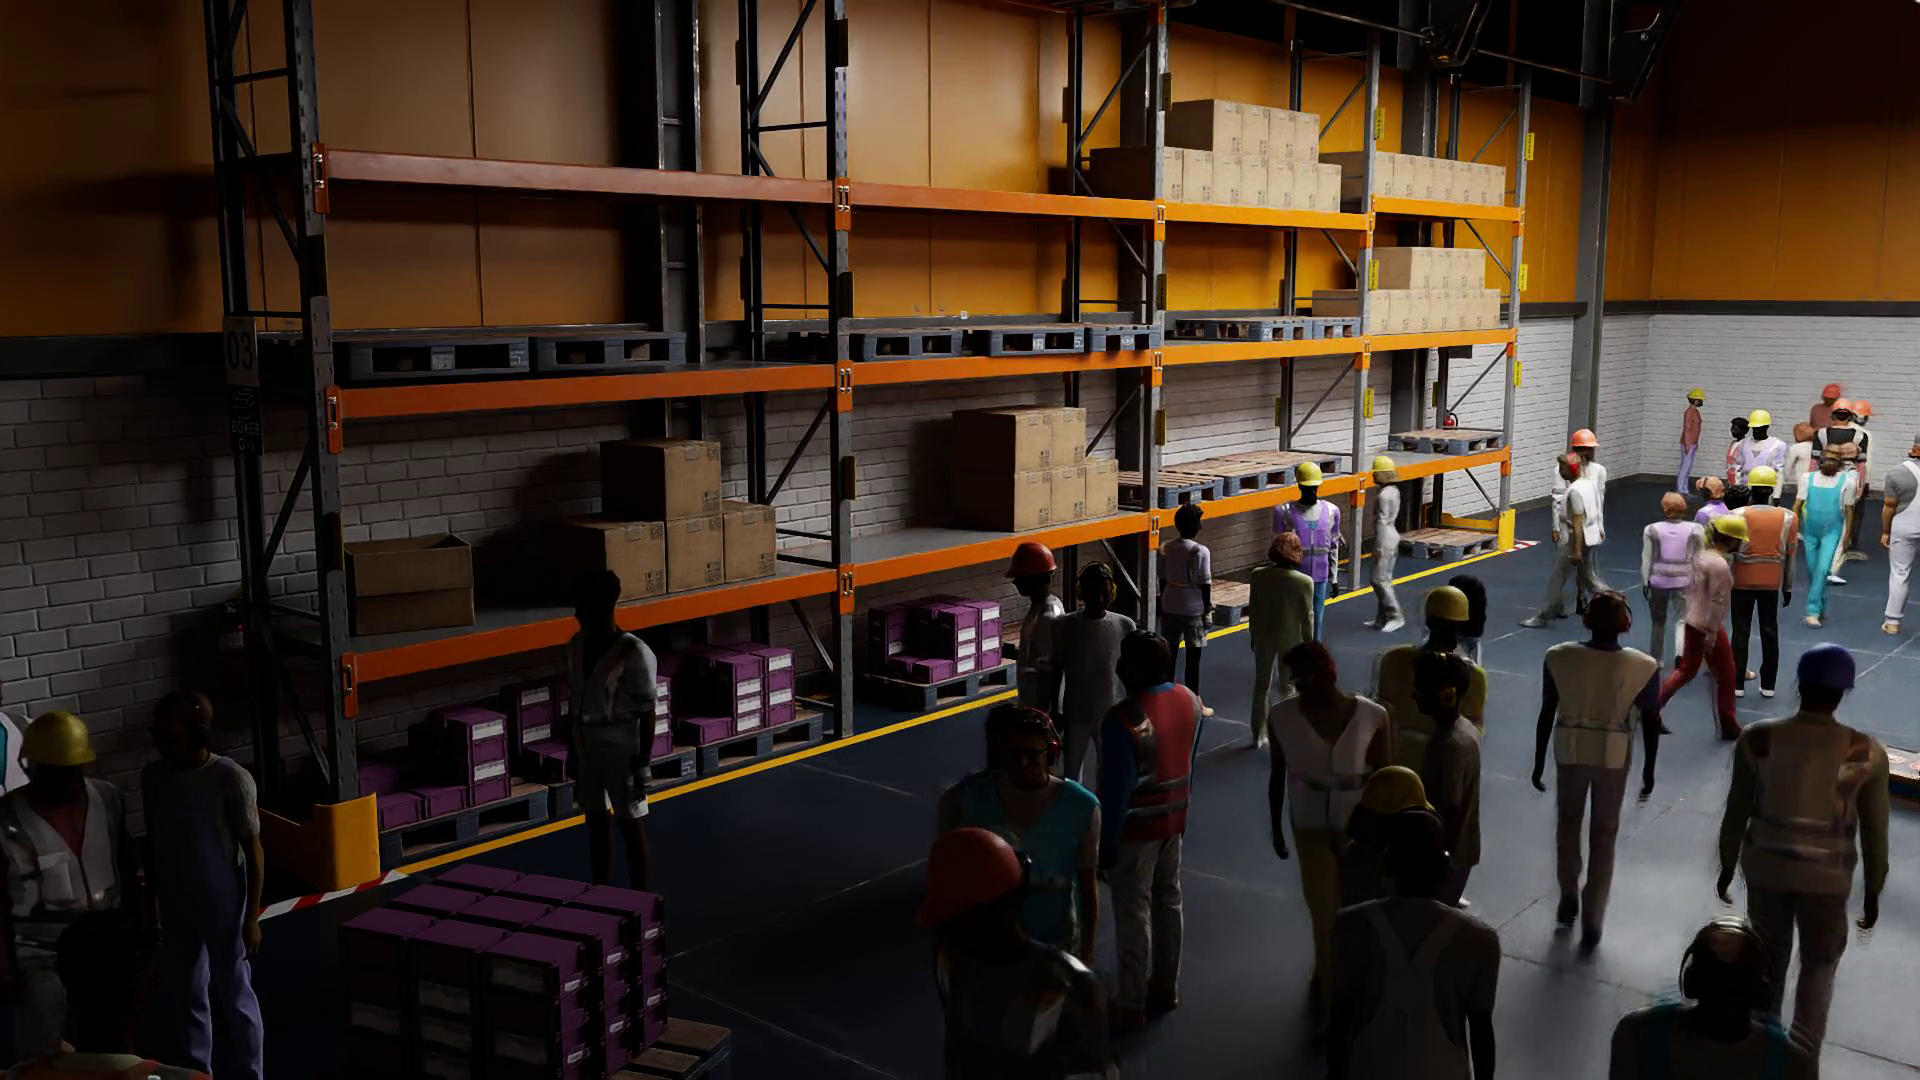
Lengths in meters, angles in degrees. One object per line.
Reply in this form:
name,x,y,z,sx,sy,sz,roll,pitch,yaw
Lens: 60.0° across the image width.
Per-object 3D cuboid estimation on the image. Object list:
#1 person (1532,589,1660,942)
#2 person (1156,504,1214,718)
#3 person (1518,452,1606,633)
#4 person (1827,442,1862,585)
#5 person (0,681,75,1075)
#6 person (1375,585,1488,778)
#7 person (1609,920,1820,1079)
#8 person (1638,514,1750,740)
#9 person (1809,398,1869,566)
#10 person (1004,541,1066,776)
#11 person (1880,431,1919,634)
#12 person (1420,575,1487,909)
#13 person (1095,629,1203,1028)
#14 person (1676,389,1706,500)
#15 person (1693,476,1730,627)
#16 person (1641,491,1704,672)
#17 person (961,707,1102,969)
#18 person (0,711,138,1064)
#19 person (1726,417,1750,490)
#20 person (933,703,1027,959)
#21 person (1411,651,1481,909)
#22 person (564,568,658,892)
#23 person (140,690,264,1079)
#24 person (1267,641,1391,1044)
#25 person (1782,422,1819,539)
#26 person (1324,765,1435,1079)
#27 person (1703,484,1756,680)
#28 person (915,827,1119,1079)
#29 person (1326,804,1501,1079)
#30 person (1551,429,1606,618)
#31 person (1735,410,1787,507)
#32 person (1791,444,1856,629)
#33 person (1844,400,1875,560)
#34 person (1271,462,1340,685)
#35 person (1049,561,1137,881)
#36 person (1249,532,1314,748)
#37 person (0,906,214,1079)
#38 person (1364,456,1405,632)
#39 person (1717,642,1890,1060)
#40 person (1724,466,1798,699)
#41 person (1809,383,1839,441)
person,3.368,1.158,8.798,0.593,1.821,0.686,4,10,25
person,1.776,0.558,13.096,0.319,1.693,0.532,-8,12,-41
person,6.027,0.028,16.221,0.963,1.791,0.576,5,10,29
person,10.028,-0.307,18.935,0.403,1.606,0.550,1,9,8
person,-4.152,1.422,7.107,0.429,1.830,0.635,4,10,26
person,2.318,1.182,8.450,0.615,1.898,0.703,8,12,43
person,1.995,1.849,4.487,0.509,1.806,0.980,5,10,30
person,5.548,0.643,12.447,0.801,1.714,0.538,1,9,7
person,10.592,-0.691,20.092,0.611,2.030,0.410,5,10,27
person,0.450,0.959,9.762,0.391,1.928,0.547,0,9,0
person,9.320,-0.091,16.165,0.689,2.000,0.539,3,9,21
person,2.593,1.115,8.858,0.473,1.901,0.627,6,11,35
person,0.838,1.319,7.702,0.429,1.846,0.631,8,12,43
person,11.540,-1.508,26.225,0.341,1.761,0.529,6,11,36
person,6.960,0.221,15.445,0.513,1.639,0.313,-7,11,-39
person,6.181,0.389,14.442,0.516,1.608,0.737,4,10,22
person,0.267,1.524,6.411,0.565,1.838,0.386,3,9,21
person,-3.423,1.538,6.358,0.404,1.825,0.598,5,10,32
person,10.083,-0.747,21.525,0.319,1.692,0.536,0,9,2
person,0.117,1.509,6.602,0.518,1.821,0.775,-4,10,-24
person,2.078,1.391,7.187,0.327,1.862,0.511,3,9,18
person,-1.836,1.108,8.685,0.603,1.962,0.371,6,11,36
person,-3.020,1.485,6.632,0.516,1.842,0.324,2,9,13
person,1.690,1.356,7.663,0.556,1.784,0.853,1,9,6
person,11.025,-0.742,21.789,0.522,1.596,0.740,-2,9,-14
person,1.496,1.648,5.949,0.339,1.735,0.487,-1,9,-8
person,6.657,0.363,14.343,0.319,1.697,0.532,-6,11,-36
person,0.231,1.743,4.591,0.742,1.973,1.041,7,11,38
person,1.383,1.720,5.141,0.504,1.839,0.342,3,9,18
person,6.303,-0.164,16.948,0.552,1.942,0.341,-1,9,-4
person,9.487,-0.591,19.788,0.388,1.919,0.582,-7,11,-39
person,8.570,-0.050,16.604,0.627,1.812,0.568,-9,12,-44
person,11.013,-0.746,20.597,0.436,1.981,0.693,-2,9,-14
person,2.912,0.300,14.006,0.594,1.926,0.366,-1,9,-8
person,0.752,1.038,9.480,0.508,1.860,0.334,0,9,0
person,2.340,0.745,12.119,0.503,1.622,0.299,6,10,33
person,-2.008,1.839,4.004,0.599,1.958,0.372,1,9,9
person,4.203,0.040,16.329,0.437,1.729,0.497,5,10,28
person,3.510,1.395,6.968,0.646,1.918,0.707,7,11,38
person,6.546,0.348,13.698,0.594,1.925,0.376,1,9,6
person,13.083,-1.414,25.109,0.996,1.925,0.656,-6,11,-36
